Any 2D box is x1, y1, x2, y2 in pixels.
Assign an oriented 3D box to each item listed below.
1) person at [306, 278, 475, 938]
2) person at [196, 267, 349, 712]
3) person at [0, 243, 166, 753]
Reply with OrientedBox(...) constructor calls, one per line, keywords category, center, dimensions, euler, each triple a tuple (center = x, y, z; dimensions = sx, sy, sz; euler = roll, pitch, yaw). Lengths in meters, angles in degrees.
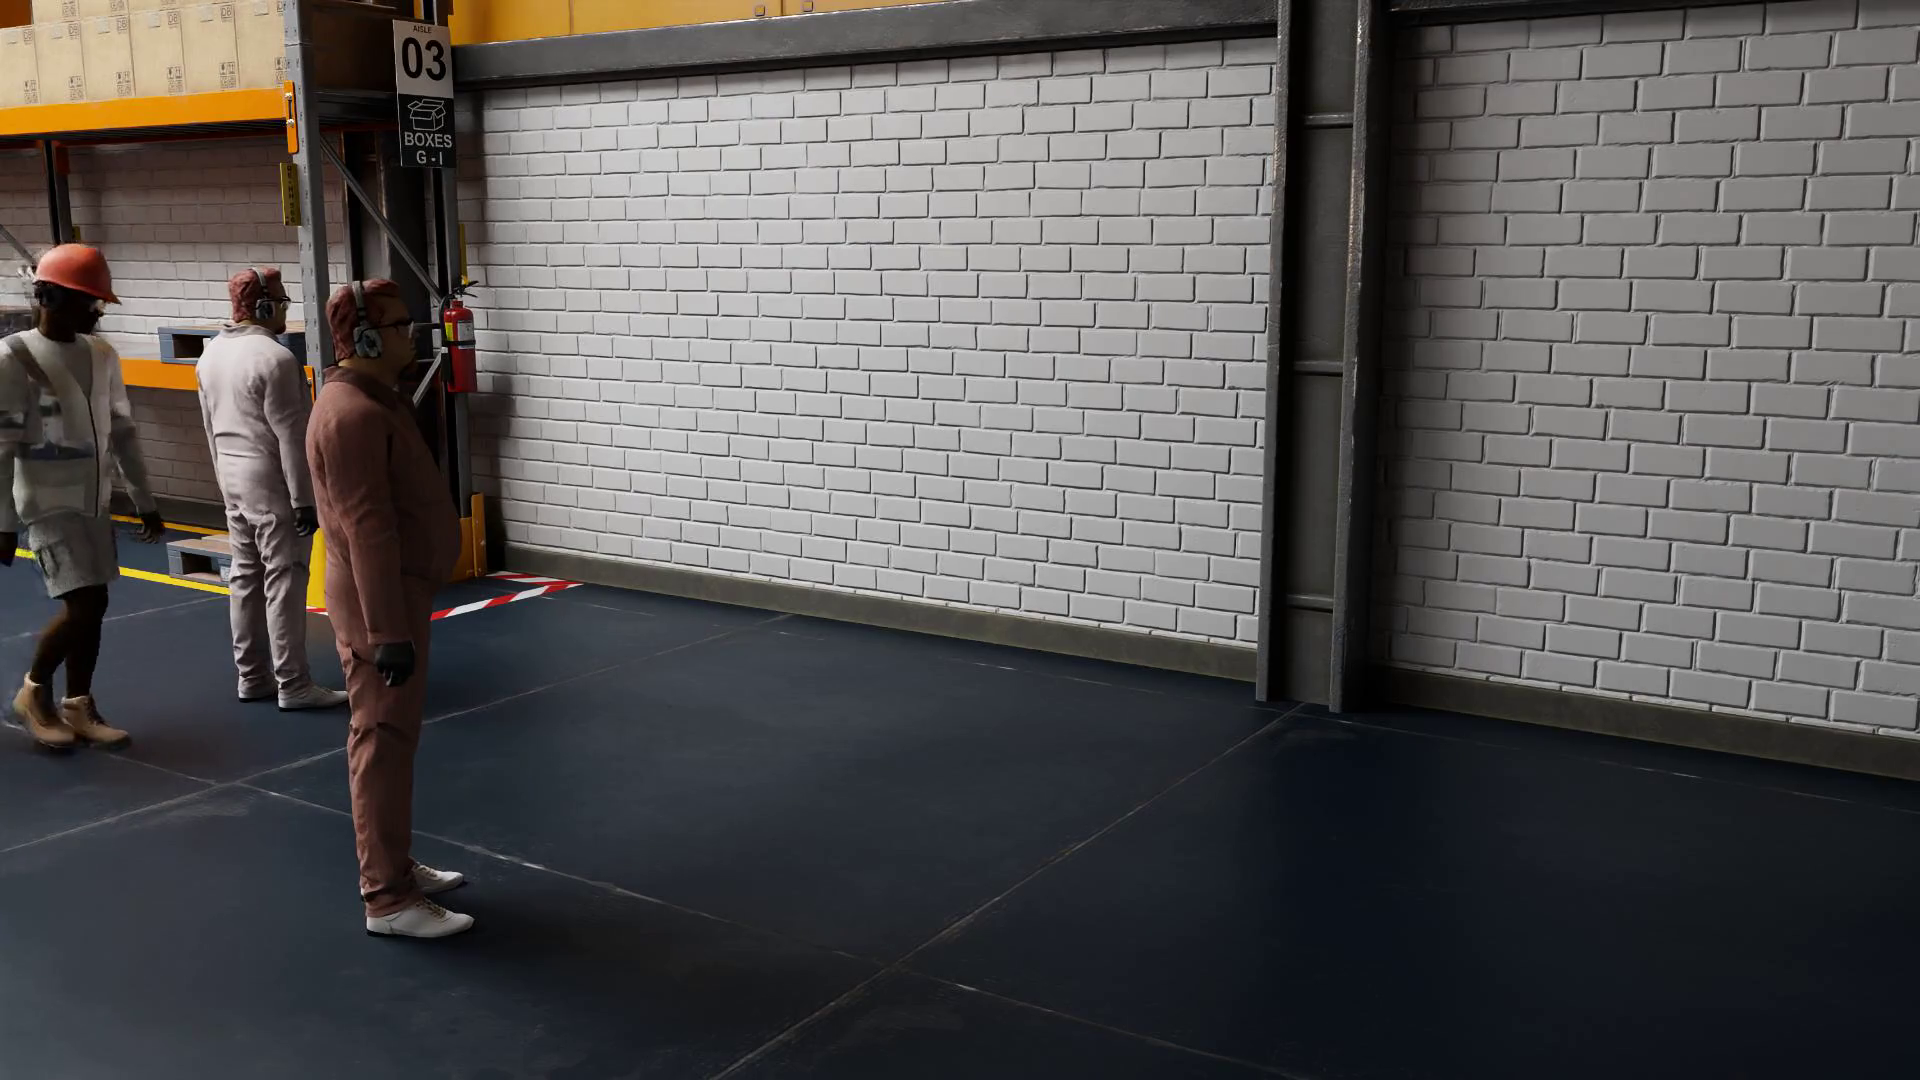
OrientedBox(category="person", center=(-1.665, 0.200, 4.883), dimensions=(0.410, 1.913, 0.643), euler=(-4, 11, -20))
OrientedBox(category="person", center=(-2.967, -0.213, 7.184), dimensions=(0.642, 1.908, 0.407), euler=(7, 13, 35))
OrientedBox(category="person", center=(-3.455, -0.136, 6.480), dimensions=(0.465, 2.006, 0.642), euler=(2, 10, 12))
